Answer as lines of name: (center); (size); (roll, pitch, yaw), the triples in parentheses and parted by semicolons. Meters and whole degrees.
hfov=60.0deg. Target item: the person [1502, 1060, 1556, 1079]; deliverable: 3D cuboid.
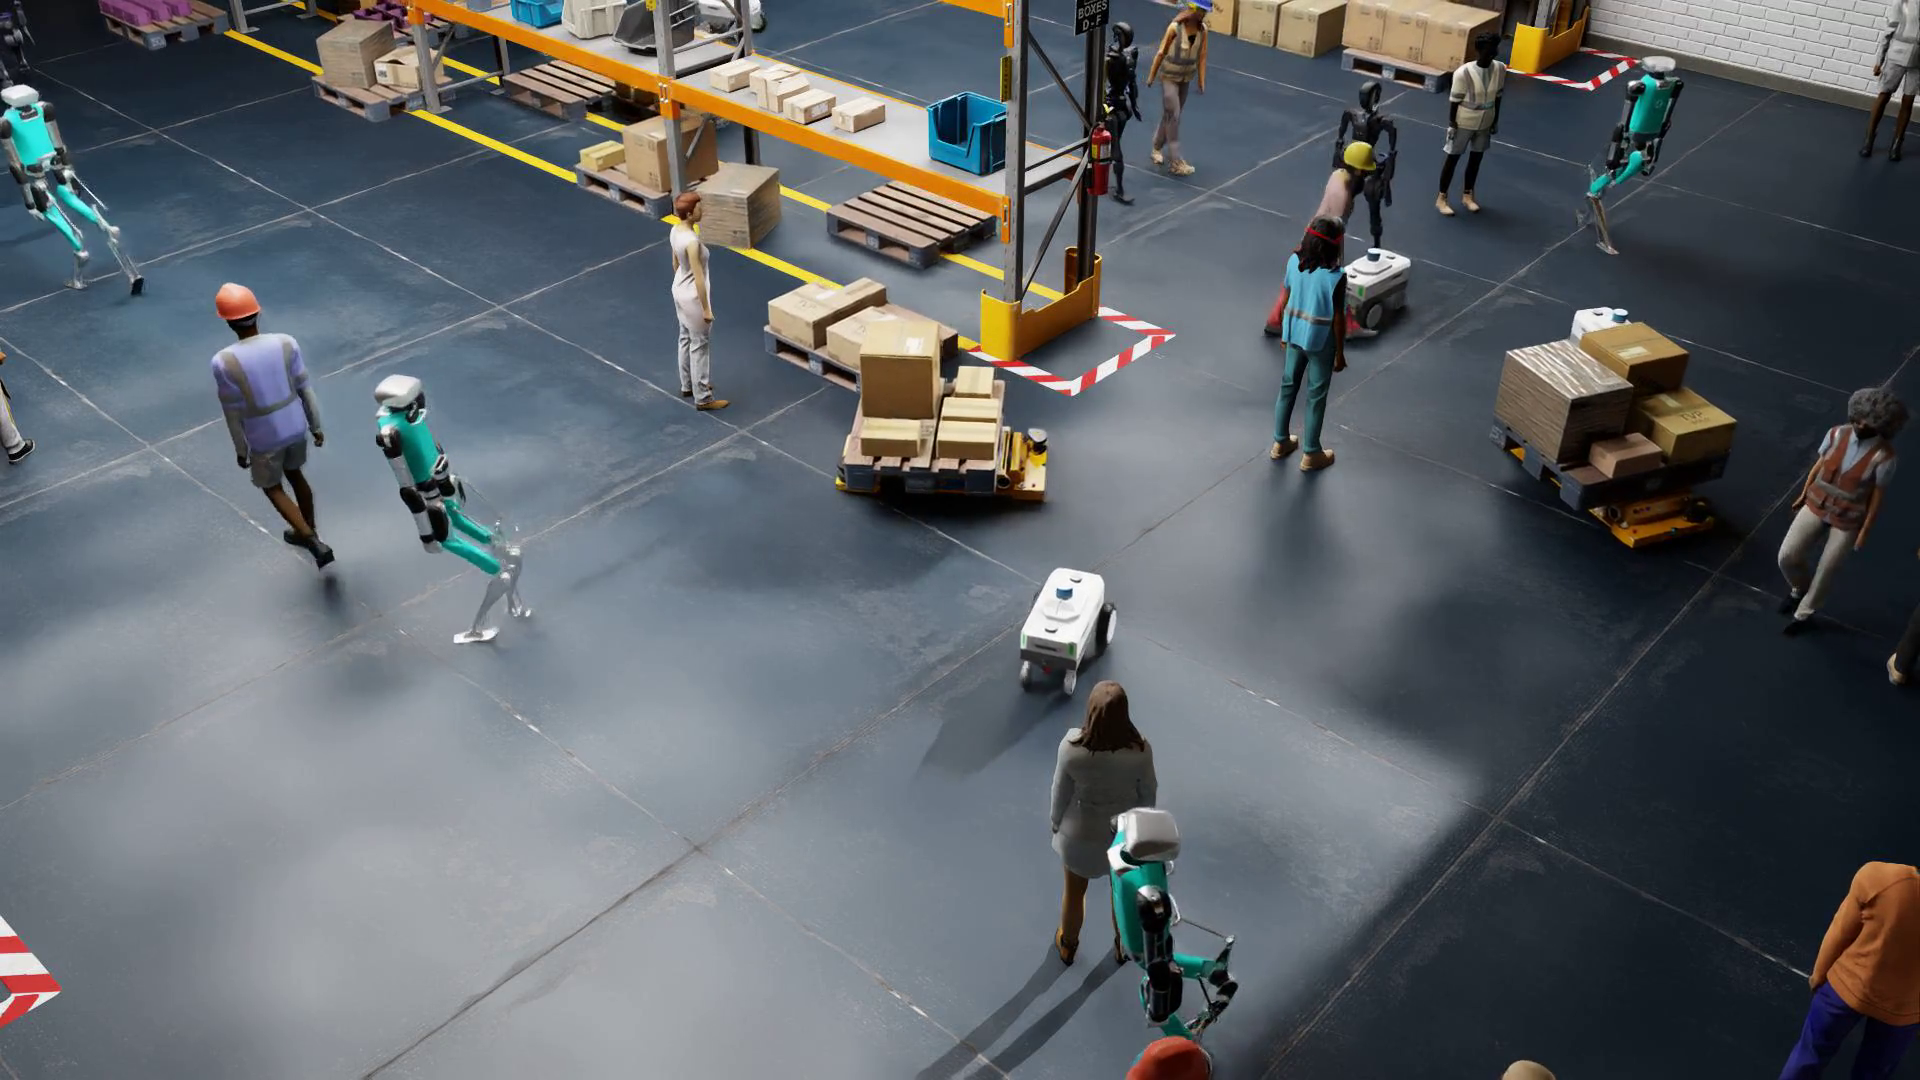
person: (1.940, 2.479, 5.977); (0.479, 1.681, 0.372); (-20, 39, -26)

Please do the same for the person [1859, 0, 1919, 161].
person: (9.153, -4.634, 16.072); (0.547, 1.925, 0.387); (13, 37, 19)

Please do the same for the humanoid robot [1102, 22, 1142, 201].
humanoid robot: (1.457, -3.968, 15.336); (0.600, 1.637, 0.609); (26, 42, 32)

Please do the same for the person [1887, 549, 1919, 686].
person: (5.666, 0.076, 9.313); (0.505, 1.846, 0.344); (20, 39, 26)

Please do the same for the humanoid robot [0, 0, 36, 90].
humanoid robot: (-10.017, -5.312, 17.304); (0.609, 1.626, 0.766); (-17, 38, -22)

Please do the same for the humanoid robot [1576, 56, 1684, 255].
humanoid robot: (5.688, -3.405, 14.504); (0.553, 1.825, 0.859); (-11, 36, -16)

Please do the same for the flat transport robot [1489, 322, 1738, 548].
flat transport robot: (4.442, -0.449, 11.461); (0.659, 0.231, 1.431); (-12, 36, -17)

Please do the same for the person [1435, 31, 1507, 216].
person: (4.621, -3.760, 15.006); (0.533, 1.690, 0.320); (-10, 36, -13)

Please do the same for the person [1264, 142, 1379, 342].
person: (2.865, -2.298, 12.866); (0.902, 1.693, 0.526); (9, 36, 13)

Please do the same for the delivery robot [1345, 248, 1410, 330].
delivery robot: (3.345, -2.099, 13.586); (0.756, 0.580, 0.499); (-27, 43, -34)

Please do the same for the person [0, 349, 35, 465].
person: (-6.857, -1.323, 11.351); (0.590, 1.832, 0.404); (-6, 35, -9)

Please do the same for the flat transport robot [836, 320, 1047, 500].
flat transport robot: (-0.116, -0.556, 11.615); (1.431, 0.231, 0.659); (3, 35, 4)

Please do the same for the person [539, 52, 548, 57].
person: (-4.738, -6.346, 18.738); (0.547, 1.702, 0.703); (-6, 35, -9)

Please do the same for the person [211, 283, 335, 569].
person: (-4.209, -0.658, 10.320); (0.687, 1.912, 0.560); (25, 42, 31)

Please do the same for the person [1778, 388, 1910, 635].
person: (5.129, -0.151, 9.782); (0.364, 1.672, 0.478); (-24, 41, -31)

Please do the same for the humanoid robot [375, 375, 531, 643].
humanoid robot: (-2.867, -0.140, 9.747); (0.809, 1.801, 0.531); (1, 35, 2)

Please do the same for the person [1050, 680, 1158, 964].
person: (0.654, 1.312, 7.681); (0.484, 1.661, 0.338); (1, 35, 1)

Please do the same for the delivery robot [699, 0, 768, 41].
delivery robot: (-2.675, -6.176, 19.520); (0.807, 0.609, 0.499); (14, 37, 20)

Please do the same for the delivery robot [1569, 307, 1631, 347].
delivery robot: (4.980, -1.471, 12.683); (0.499, 0.586, 0.783); (-8, 35, -12)

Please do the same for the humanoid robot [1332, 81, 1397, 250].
humanoid robot: (3.418, -3.080, 14.073); (0.600, 1.624, 0.786); (26, 42, 32)

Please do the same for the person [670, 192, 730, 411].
person: (-1.935, -1.740, 12.103); (0.269, 1.659, 0.461); (-18, 38, -24)

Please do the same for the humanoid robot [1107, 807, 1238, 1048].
humanoid robot: (0.940, 1.778, 6.961); (0.786, 1.791, 0.555); (-6, 35, -9)

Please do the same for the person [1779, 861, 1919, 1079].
person: (3.717, 1.806, 6.702); (0.518, 1.972, 0.405); (19, 39, 26)

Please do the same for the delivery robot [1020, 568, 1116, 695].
delivery robot: (0.616, 0.494, 9.855); (0.499, 0.608, 0.797); (11, 36, 16)

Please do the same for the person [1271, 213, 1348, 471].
person: (2.400, -1.340, 11.347); (0.392, 1.866, 0.515); (-29, 44, -35)

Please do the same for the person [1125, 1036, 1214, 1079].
person: (0.778, 2.373, 6.069); (0.523, 1.740, 0.583); (-10, 36, -14)

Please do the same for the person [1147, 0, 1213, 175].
person: (2.099, -4.353, 15.831); (0.528, 1.720, 0.785); (-18, 39, -25)

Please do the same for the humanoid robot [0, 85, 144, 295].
humanoid robot: (-7.188, -2.780, 13.567); (0.924, 1.789, 0.538); (14, 37, 20)
